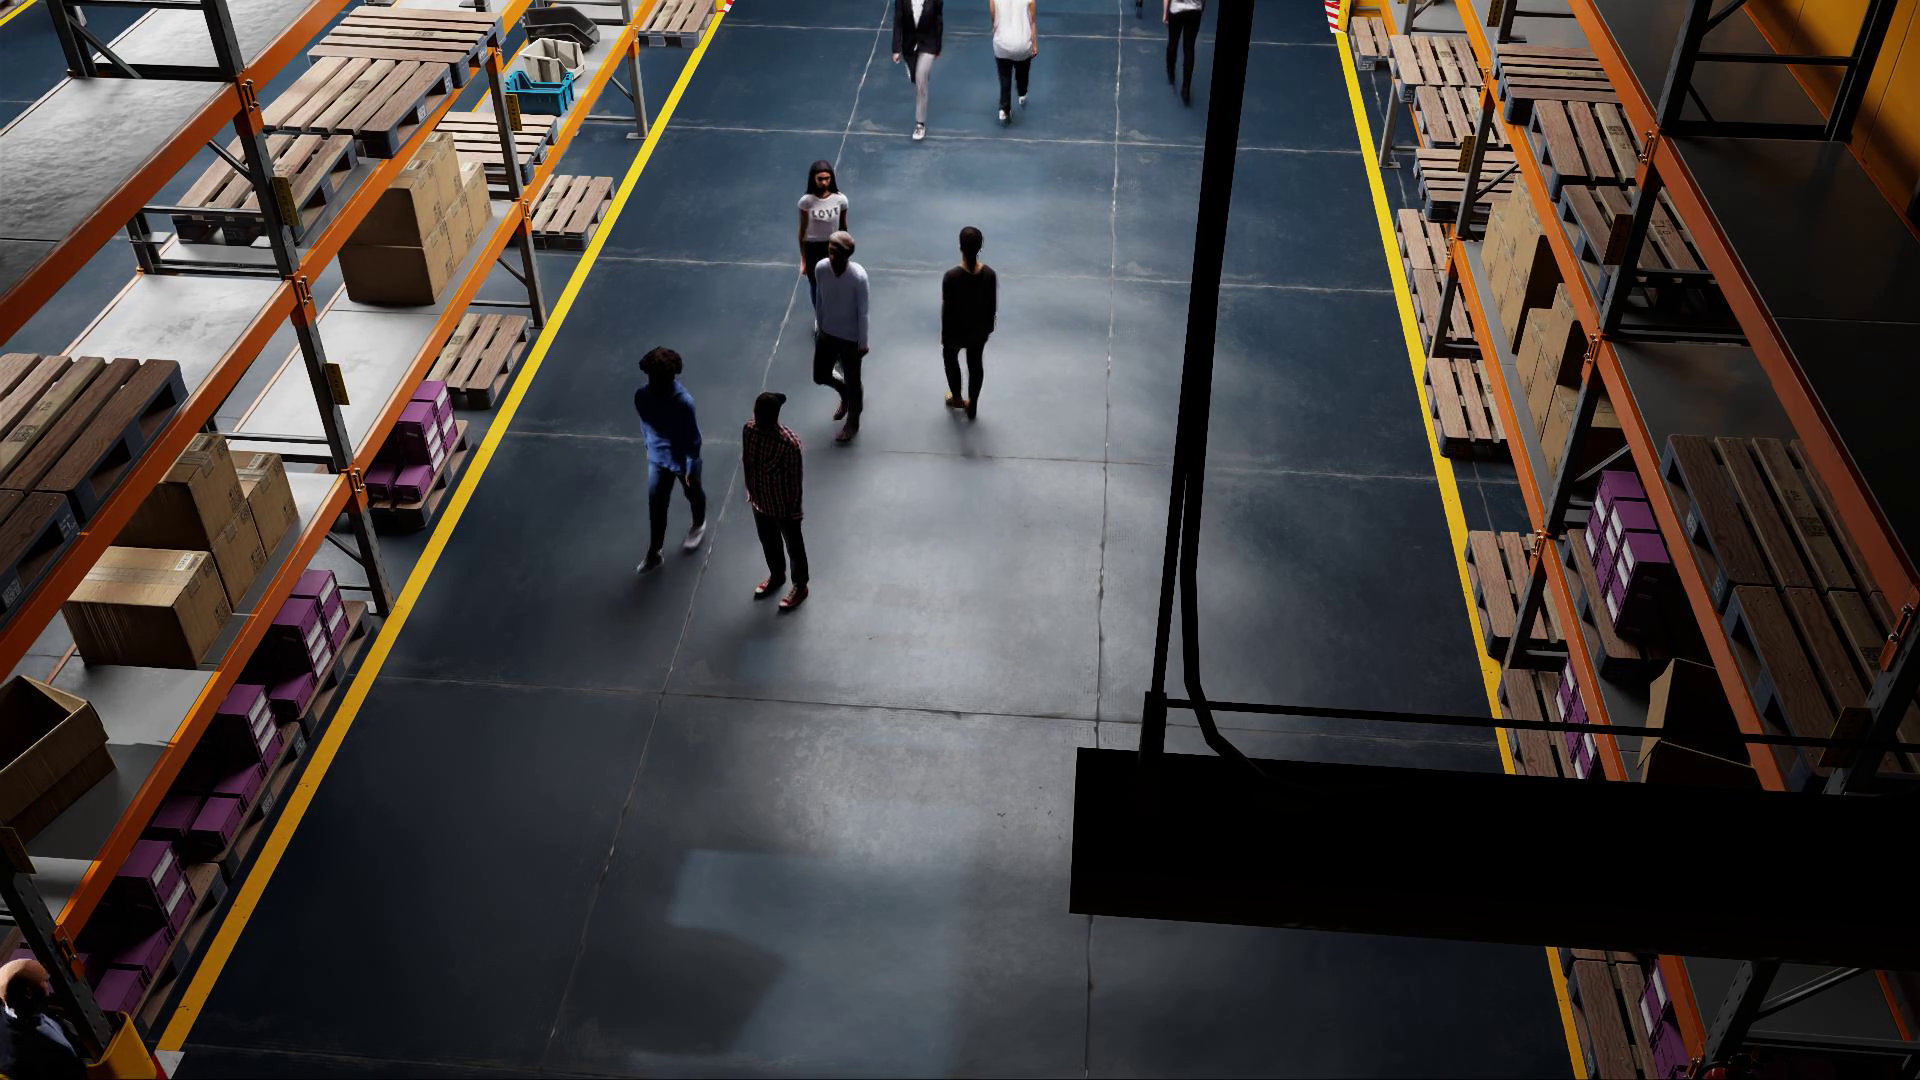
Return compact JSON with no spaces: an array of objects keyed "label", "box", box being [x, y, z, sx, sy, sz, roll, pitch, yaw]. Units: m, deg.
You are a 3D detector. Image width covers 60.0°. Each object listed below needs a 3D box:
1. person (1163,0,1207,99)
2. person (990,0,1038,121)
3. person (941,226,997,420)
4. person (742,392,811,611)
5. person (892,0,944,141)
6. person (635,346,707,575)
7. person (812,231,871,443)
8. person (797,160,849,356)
[{"label":"person","box":[2.547,-5.900,18.750,0.671,1.826,1.176,2,39,2]},{"label":"person","box":[0.560,-5.437,18.316,0.743,1.644,1.102,7,39,9]},{"label":"person","box":[0.071,-1.722,13.617,0.724,1.703,0.712,-9,39,-11]},{"label":"person","box":[-1.291,-0.303,11.795,0.769,1.759,0.766,22,44,25]},{"label":"person","box":[-0.434,-5.424,18.085,0.806,1.912,1.288,9,39,11]},{"label":"person","box":[-2.062,-0.674,12.240,0.863,1.783,1.061,14,41,16]},{"label":"person","box":[-0.908,-1.694,13.436,0.820,1.884,0.868,19,42,22]},{"label":"person","box":[-1.229,-2.545,14.618,0.797,1.740,1.089,-6,39,-7]}]
